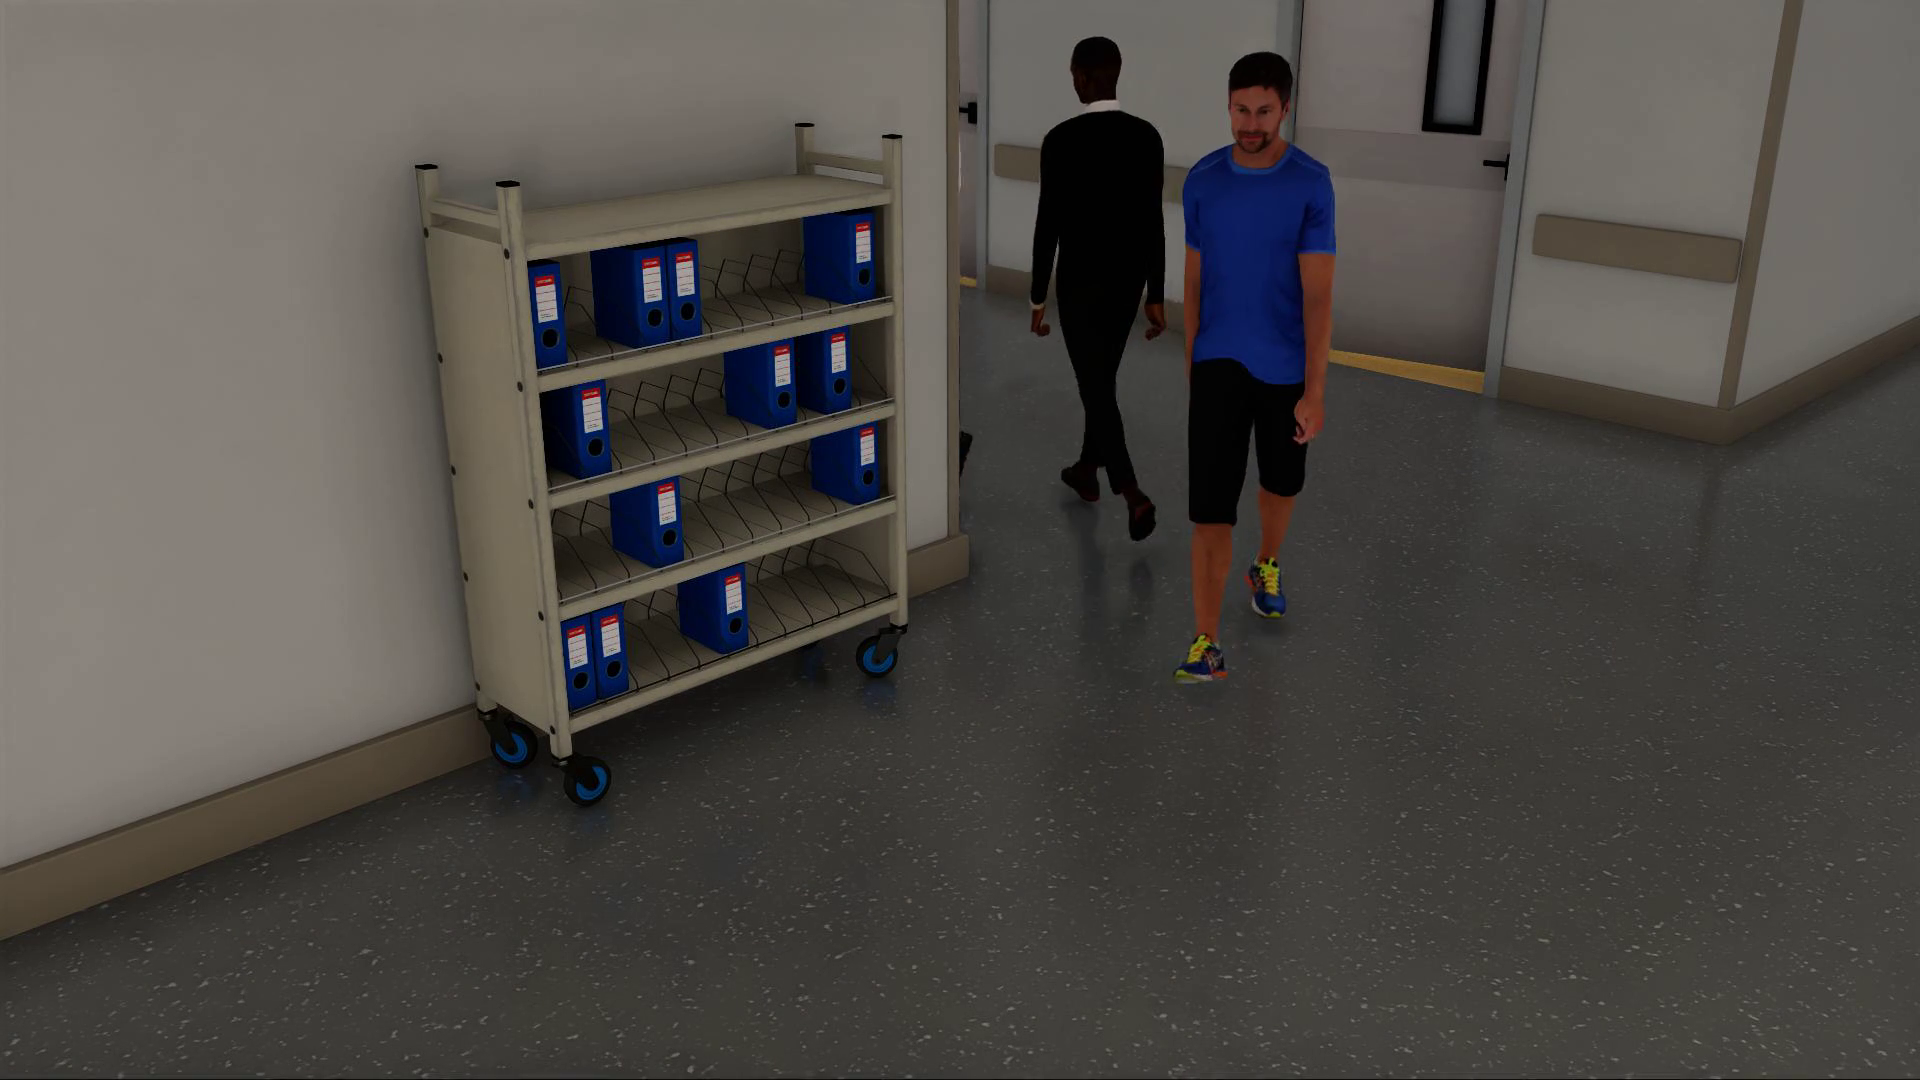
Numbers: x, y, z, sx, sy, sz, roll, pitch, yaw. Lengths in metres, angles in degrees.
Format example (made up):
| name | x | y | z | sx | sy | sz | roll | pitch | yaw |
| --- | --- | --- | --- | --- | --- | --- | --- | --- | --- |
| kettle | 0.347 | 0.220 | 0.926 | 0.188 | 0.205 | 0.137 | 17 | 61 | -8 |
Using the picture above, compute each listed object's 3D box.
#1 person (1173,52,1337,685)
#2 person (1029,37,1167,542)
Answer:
| name | x | y | z | sx | sy | sz | roll | pitch | yaw |
| --- | --- | --- | --- | --- | --- | --- | --- | --- | --- |
| person | 0.912 | -0.512 | 5.058 | 1.020 | 1.803 | 1.345 | 7 | 22 | 18 |
| person | 0.547 | -0.868 | 6.043 | 1.229 | 1.771 | 1.097 | -6 | 22 | -15 |
